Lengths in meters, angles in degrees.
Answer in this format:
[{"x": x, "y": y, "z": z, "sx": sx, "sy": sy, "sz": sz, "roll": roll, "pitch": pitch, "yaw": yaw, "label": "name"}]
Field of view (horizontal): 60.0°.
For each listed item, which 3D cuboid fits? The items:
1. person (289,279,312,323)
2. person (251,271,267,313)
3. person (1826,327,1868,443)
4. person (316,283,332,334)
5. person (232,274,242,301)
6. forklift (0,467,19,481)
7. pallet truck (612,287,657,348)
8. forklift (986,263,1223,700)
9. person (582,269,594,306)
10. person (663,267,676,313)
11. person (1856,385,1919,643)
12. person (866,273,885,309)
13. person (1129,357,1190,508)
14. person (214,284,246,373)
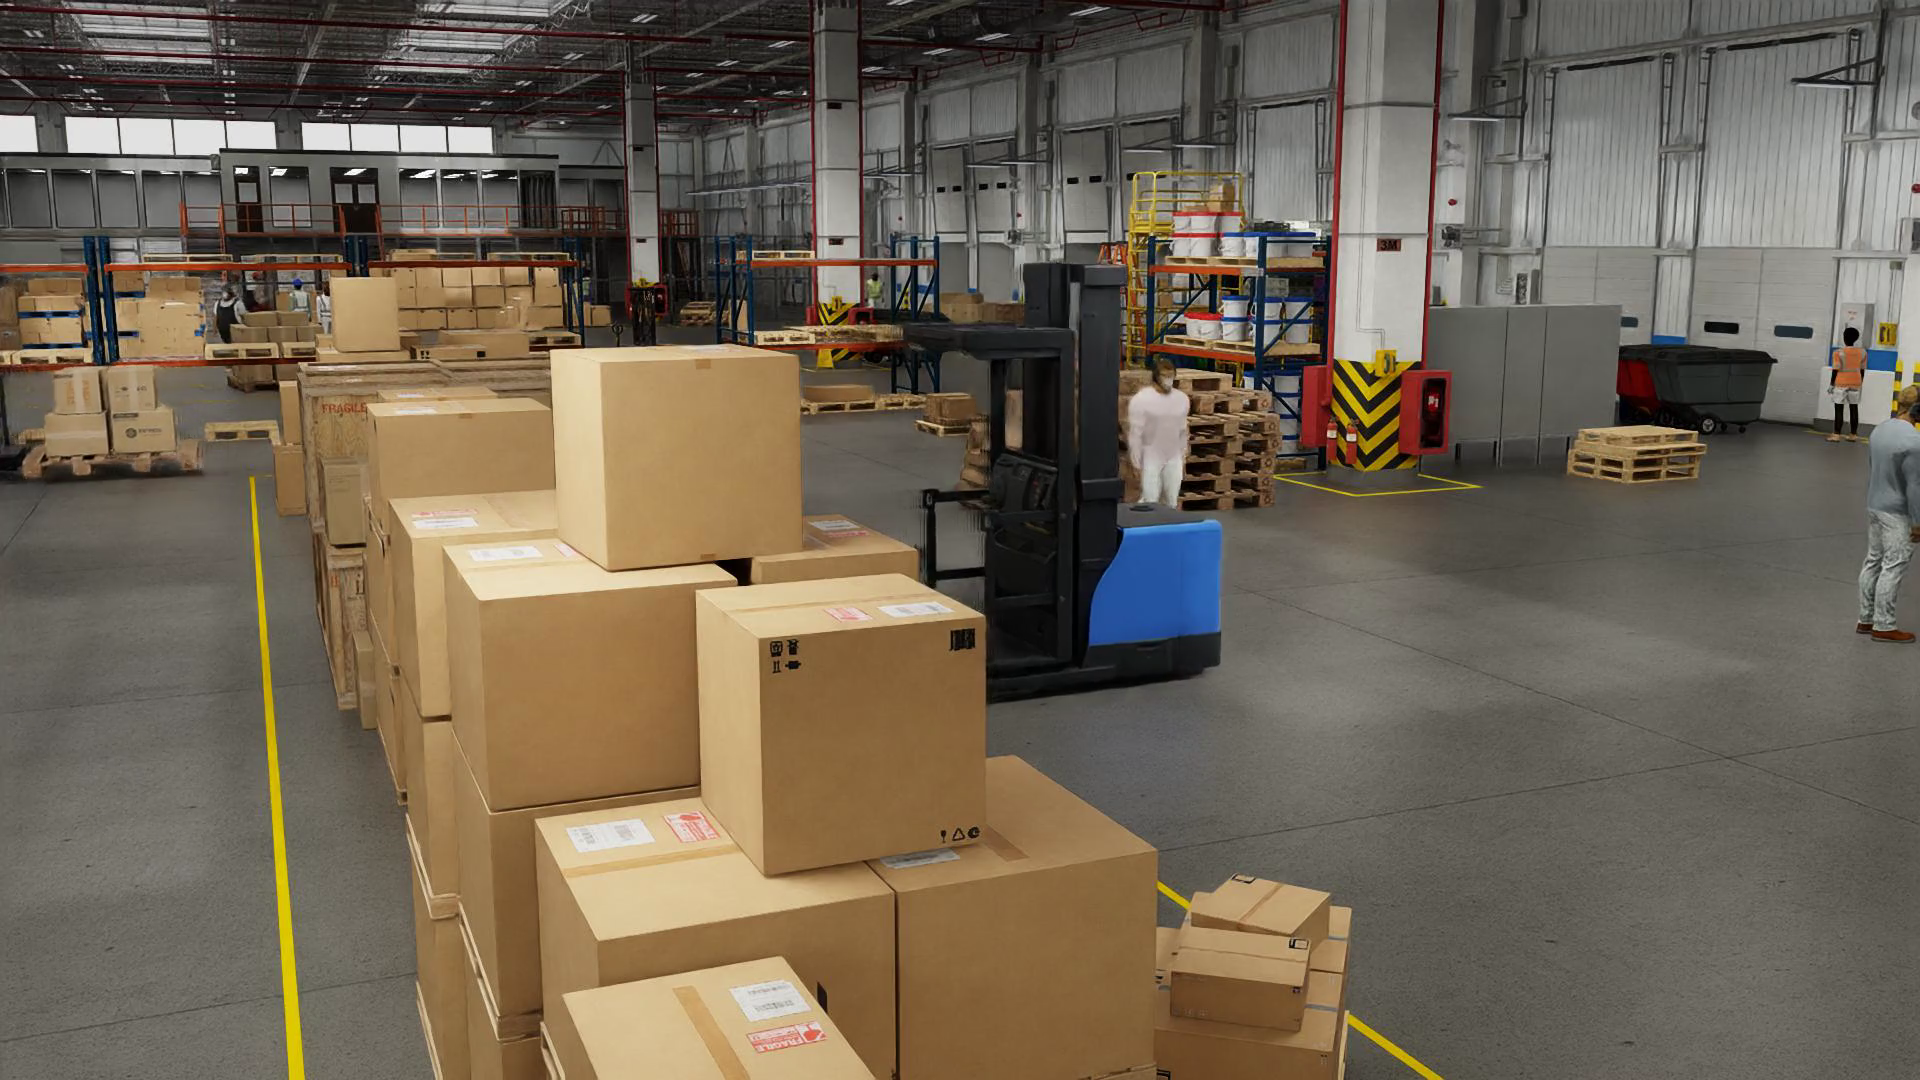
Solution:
[{"x": -17.207, "y": -5.833, "z": 43.402, "sx": 0.389, "sy": 1.949, "sz": 0.602, "roll": 9, "pitch": 14, "yaw": 42, "label": "person"}, {"x": -22.755, "y": -7.763, "z": 54.095, "sx": 1.069, "sy": 1.937, "sz": 0.620, "roll": -9, "pitch": 14, "yaw": -41, "label": "person"}, {"x": 13.053, "y": -2.274, "z": 24.484, "sx": 0.532, "sy": 1.697, "sz": 0.319, "roll": -1, "pitch": 10, "yaw": -4, "label": "person"}, {"x": -15.851, "y": -5.506, "z": 41.773, "sx": 0.345, "sy": 1.883, "sz": 0.584, "roll": 8, "pitch": 13, "yaw": 39, "label": "person"}, {"x": -23.694, "y": -7.785, "z": 54.495, "sx": 1.006, "sy": 1.834, "sz": 0.596, "roll": -5, "pitch": 12, "yaw": -28, "label": "person"}, {"x": -12.736, "y": -2.099, "z": 20.255, "sx": 1.873, "sy": 2.768, "sz": 1.129, "roll": -4, "pitch": 11, "yaw": -23, "label": "forklift"}, {"x": -6.464, "y": -4.406, "z": 35.401, "sx": 0.823, "sy": 1.965, "sz": 1.885, "roll": 6, "pitch": 12, "yaw": 32, "label": "pallet truck"}, {"x": 0.770, "y": -0.478, "z": 11.321, "sx": 1.873, "sy": 2.768, "sz": 1.129, "roll": -4, "pitch": 11, "yaw": -23, "label": "forklift"}, {"x": -13.311, "y": -8.700, "z": 59.348, "sx": 0.586, "sy": 1.903, "sz": 0.406, "roll": 8, "pitch": 13, "yaw": 37, "label": "person"}, {"x": -11.732, "y": -10.096, "z": 67.191, "sx": 0.517, "sy": 1.841, "sz": 0.325, "roll": 2, "pitch": 10, "yaw": 10, "label": "person"}, {"x": 6.967, "y": -0.192, "z": 12.382, "sx": 0.384, "sy": 1.930, "sz": 0.634, "roll": 0, "pitch": 10, "yaw": 0, "label": "person"}, {"x": -2.958, "y": -8.472, "z": 58.359, "sx": 0.650, "sy": 1.793, "sz": 0.931, "roll": -3, "pitch": 11, "yaw": -16, "label": "person"}, {"x": 1.825, "y": -0.746, "z": 15.465, "sx": 0.626, "sy": 1.923, "sz": 0.594, "roll": -4, "pitch": 11, "yaw": -23, "label": "person"}, {"x": -16.445, "y": -4.810, "z": 37.509, "sx": 0.684, "sy": 2.000, "sz": 1.013, "roll": 1, "pitch": 10, "yaw": 7, "label": "person"}]
